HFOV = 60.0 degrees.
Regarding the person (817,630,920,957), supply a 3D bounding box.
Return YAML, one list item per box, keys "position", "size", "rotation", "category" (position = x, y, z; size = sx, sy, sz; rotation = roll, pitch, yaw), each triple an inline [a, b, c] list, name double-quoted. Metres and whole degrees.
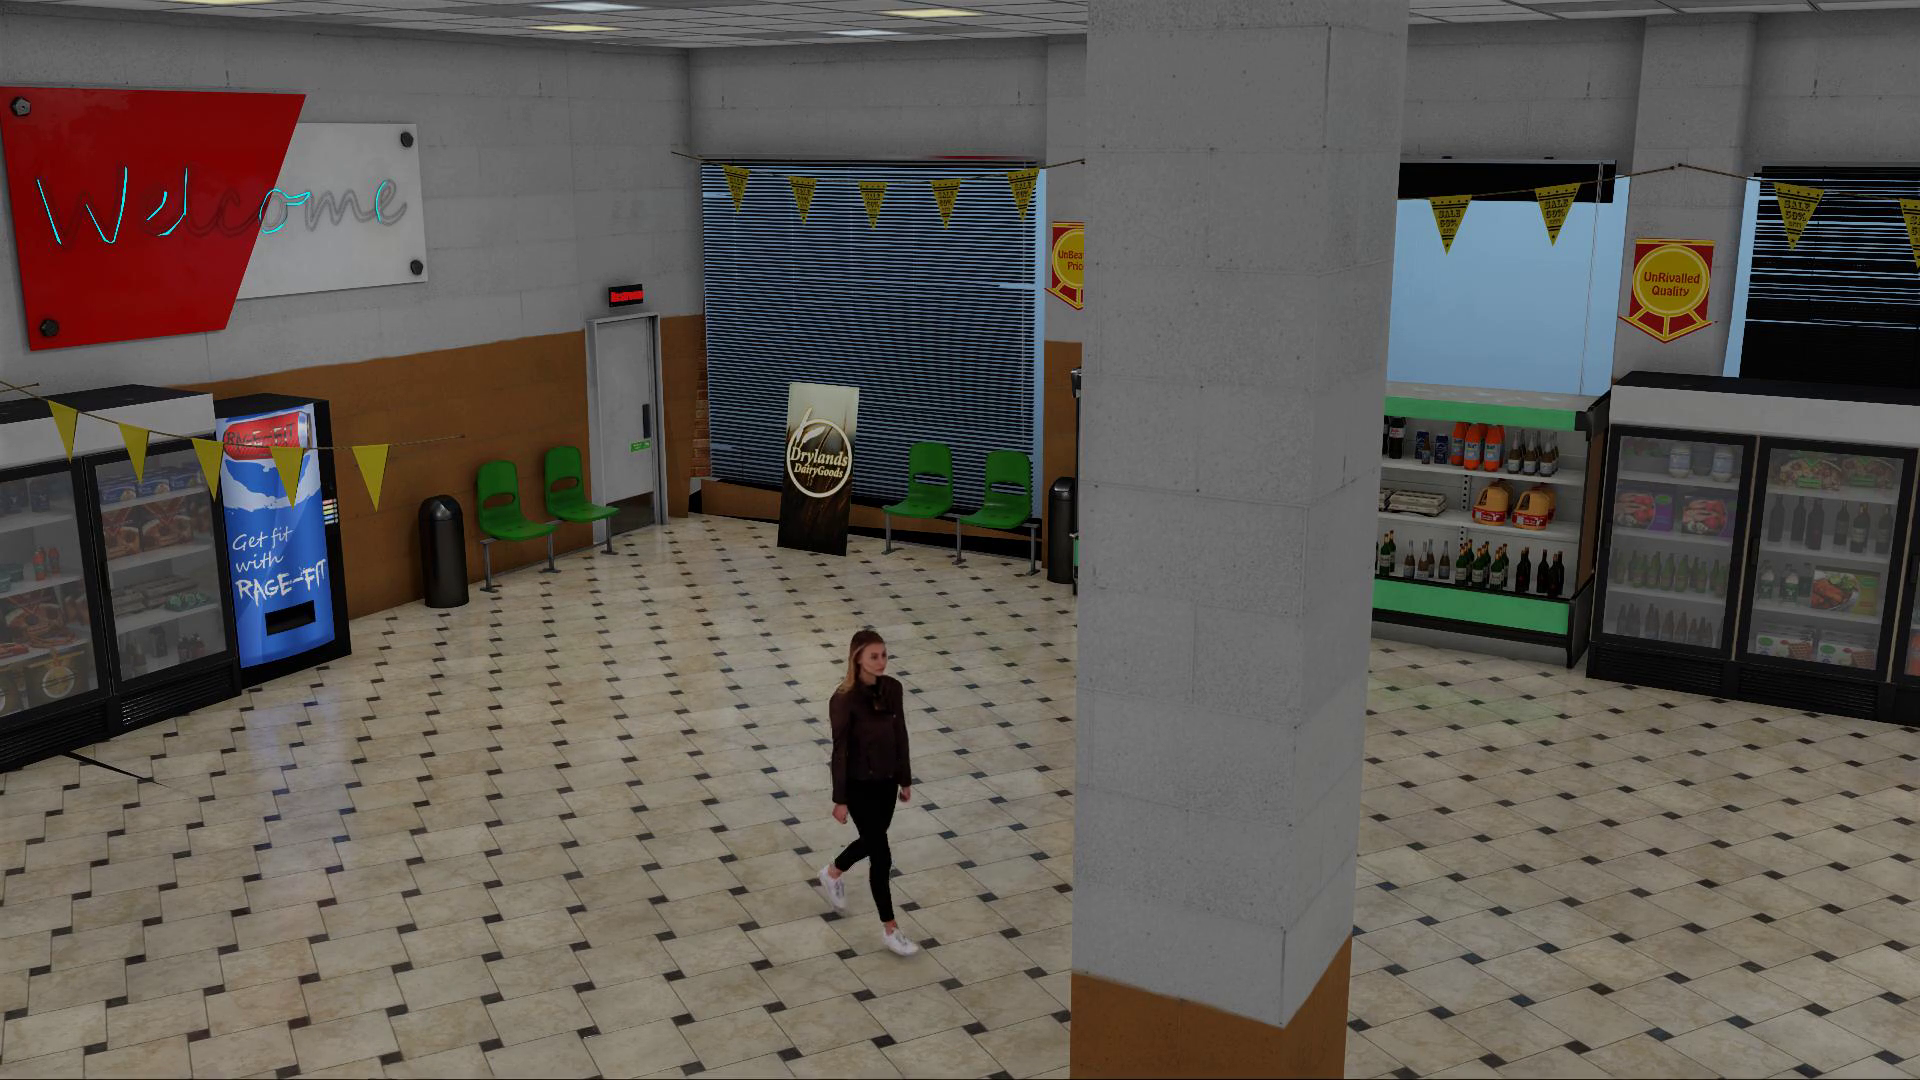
- position: [-0.506, 1.273, 8.615]
  size: [0.806, 1.667, 1.132]
  rotation: [-13, 19, -43]
  category: "person"
